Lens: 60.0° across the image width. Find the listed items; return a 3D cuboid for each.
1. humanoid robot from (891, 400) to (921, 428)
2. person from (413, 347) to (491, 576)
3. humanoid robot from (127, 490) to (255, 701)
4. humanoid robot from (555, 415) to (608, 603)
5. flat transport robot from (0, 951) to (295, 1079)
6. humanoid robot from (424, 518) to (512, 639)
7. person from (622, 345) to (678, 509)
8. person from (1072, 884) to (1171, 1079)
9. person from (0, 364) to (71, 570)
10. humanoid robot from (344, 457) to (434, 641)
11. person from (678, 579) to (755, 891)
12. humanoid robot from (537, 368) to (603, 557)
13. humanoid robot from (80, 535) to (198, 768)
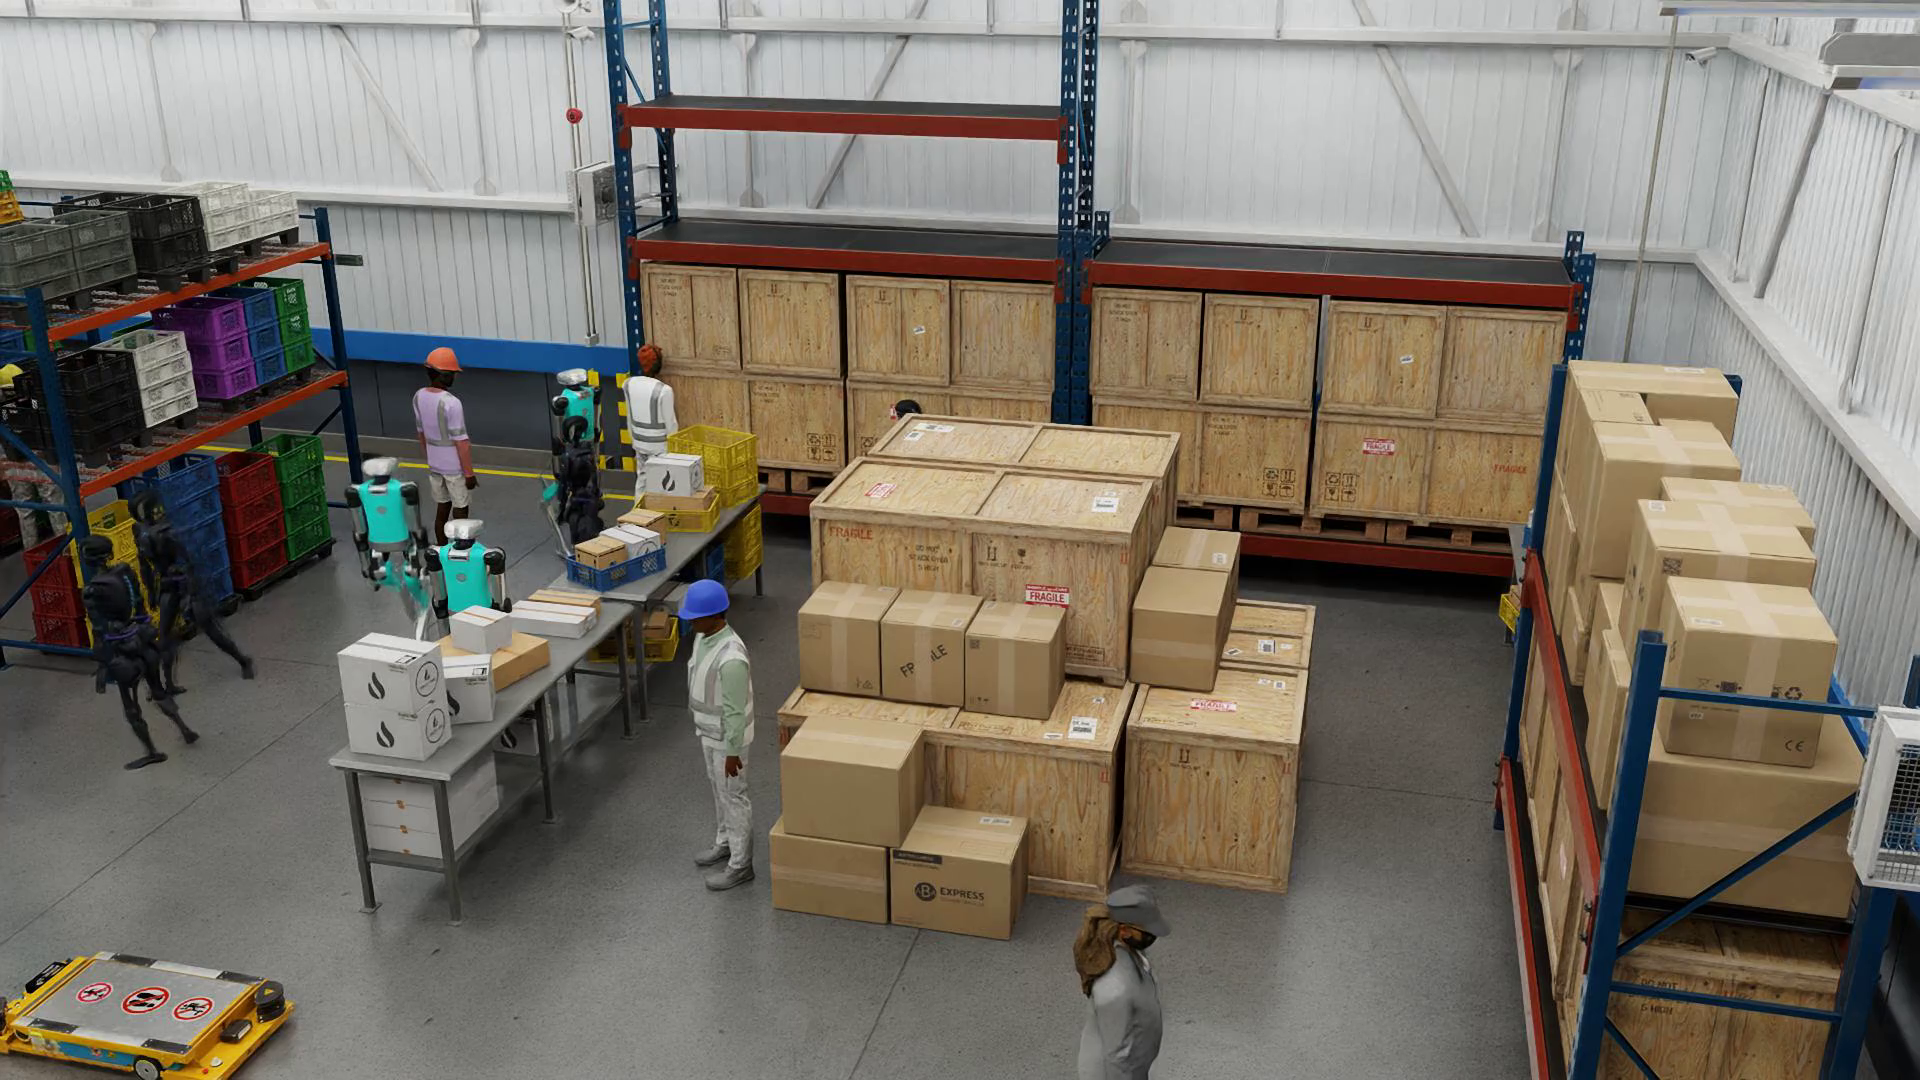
[{"bbox_3d":[-0.553,-0.386,14.088,0.461,1.647,0.610,0,21,1],"label":"humanoid robot"},{"bbox_3d":[-4.367,-0.650,14.278,0.604,2.034,0.384,15,26,35],"label":"person"},{"bbox_3d":[-5.700,0.349,12.247,0.610,1.621,0.771,11,23,26],"label":"humanoid robot"},{"bbox_3d":[-3.102,-0.238,13.690,0.384,1.644,0.601,-18,27,-39],"label":"humanoid robot"},{"bbox_3d":[-4.270,2.464,8.601,1.431,0.231,0.659,5,22,13],"label":"flat transport robot"},{"bbox_3d":[-3.219,0.570,11.310,0.533,1.677,0.735,2,21,5],"label":"humanoid robot"},{"bbox_3d":[-2.753,-0.834,14.974,0.570,1.877,0.338,14,25,32],"label":"person"},{"bbox_3d":[0.665,2.241,7.090,0.405,1.761,0.563,3,21,8],"label":"person"},{"bbox_3d":[-8.110,-0.634,14.512,0.586,1.834,0.404,-10,23,-25],"label":"person"},{"bbox_3d":[-4.241,0.119,12.713,0.547,1.787,0.936,-1,21,-3],"label":"humanoid robot"},{"bbox_3d":[-1.408,1.124,9.773,0.412,1.939,0.602,-9,23,-23],"label":"person"},{"bbox_3d":[-3.516,-0.706,14.730,0.718,1.718,0.531,13,25,31],"label":"humanoid robot"},{"bbox_3d":[-5.524,0.733,11.164,0.456,1.646,0.602,2,21,6],"label":"humanoid robot"}]
